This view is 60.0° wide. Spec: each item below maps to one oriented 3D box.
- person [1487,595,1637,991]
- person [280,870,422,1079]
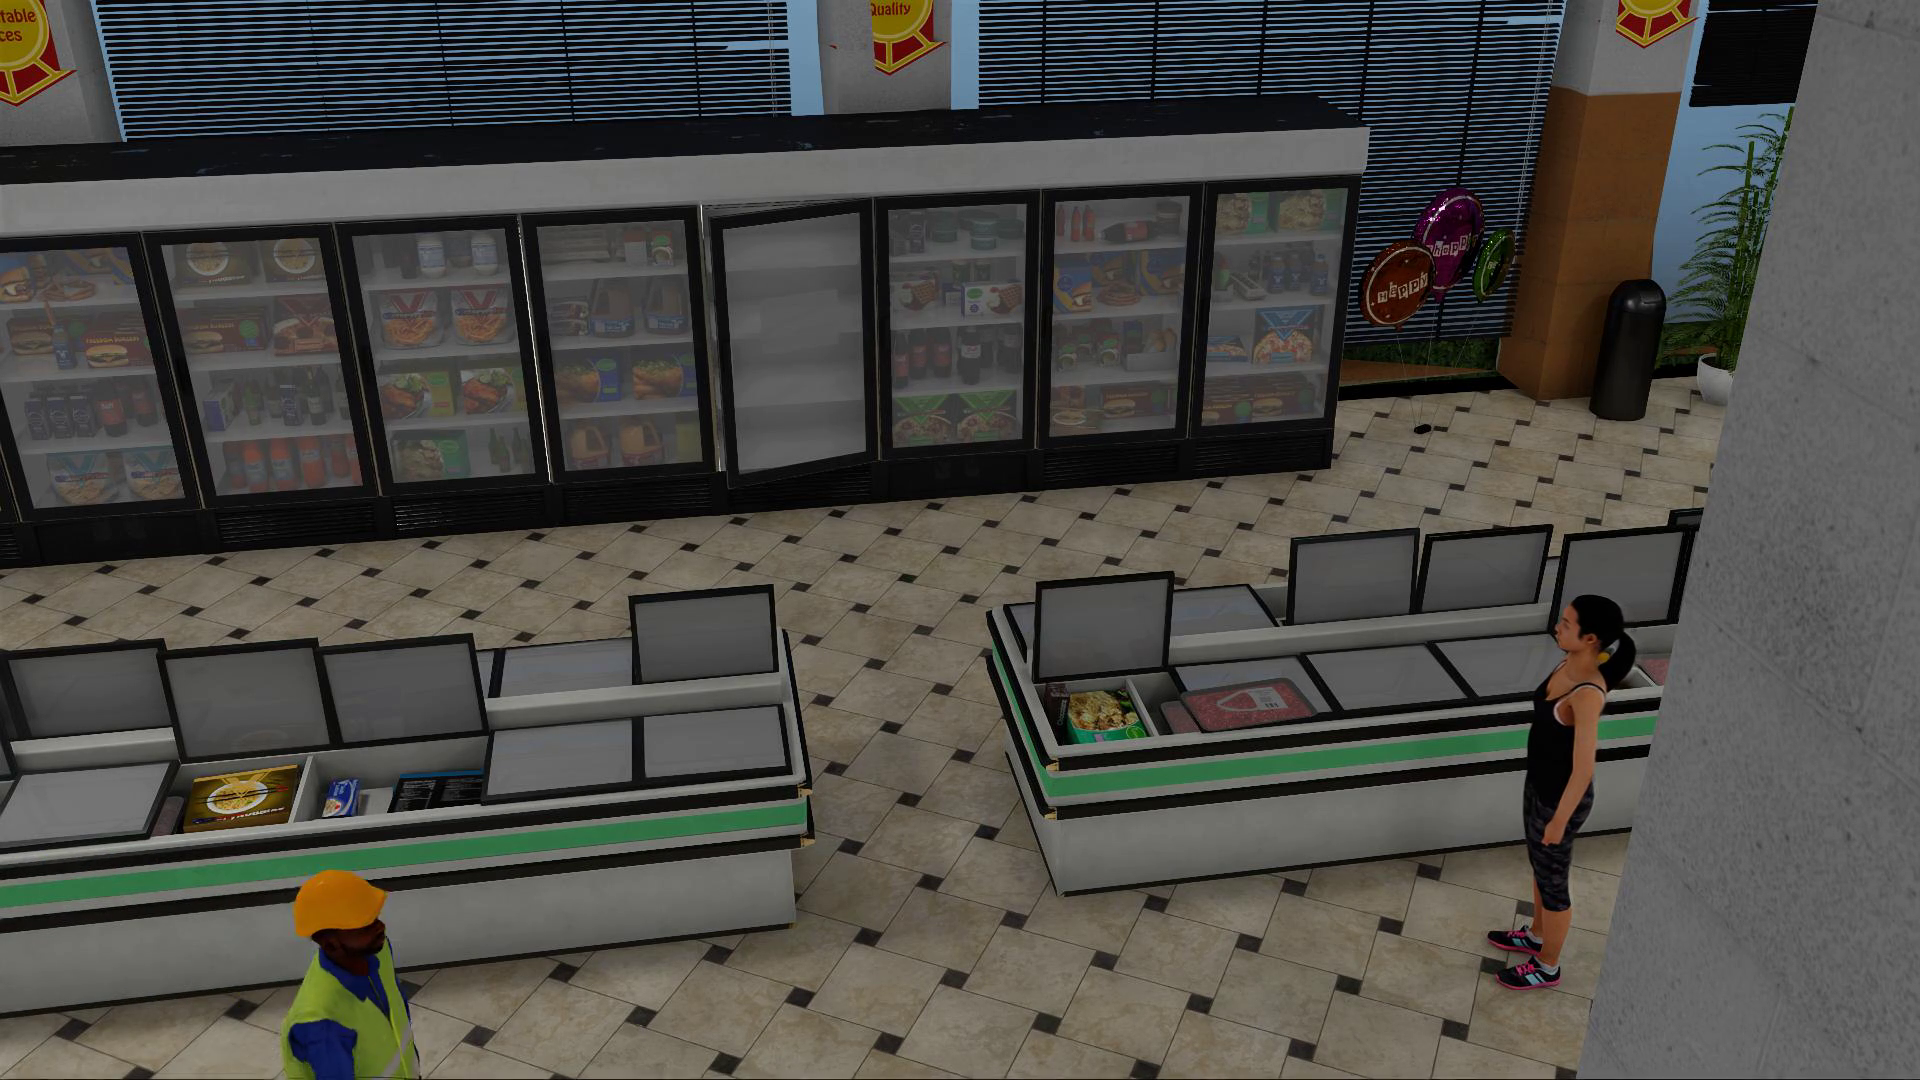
[{"bbox_3d":[2.318,0.986,6.418,0.632,1.716,0.641,5,27,9],"label":"person"},{"bbox_3d":[-1.809,1.708,4.902,0.986,1.799,0.733,-1,27,-3],"label":"person"}]
